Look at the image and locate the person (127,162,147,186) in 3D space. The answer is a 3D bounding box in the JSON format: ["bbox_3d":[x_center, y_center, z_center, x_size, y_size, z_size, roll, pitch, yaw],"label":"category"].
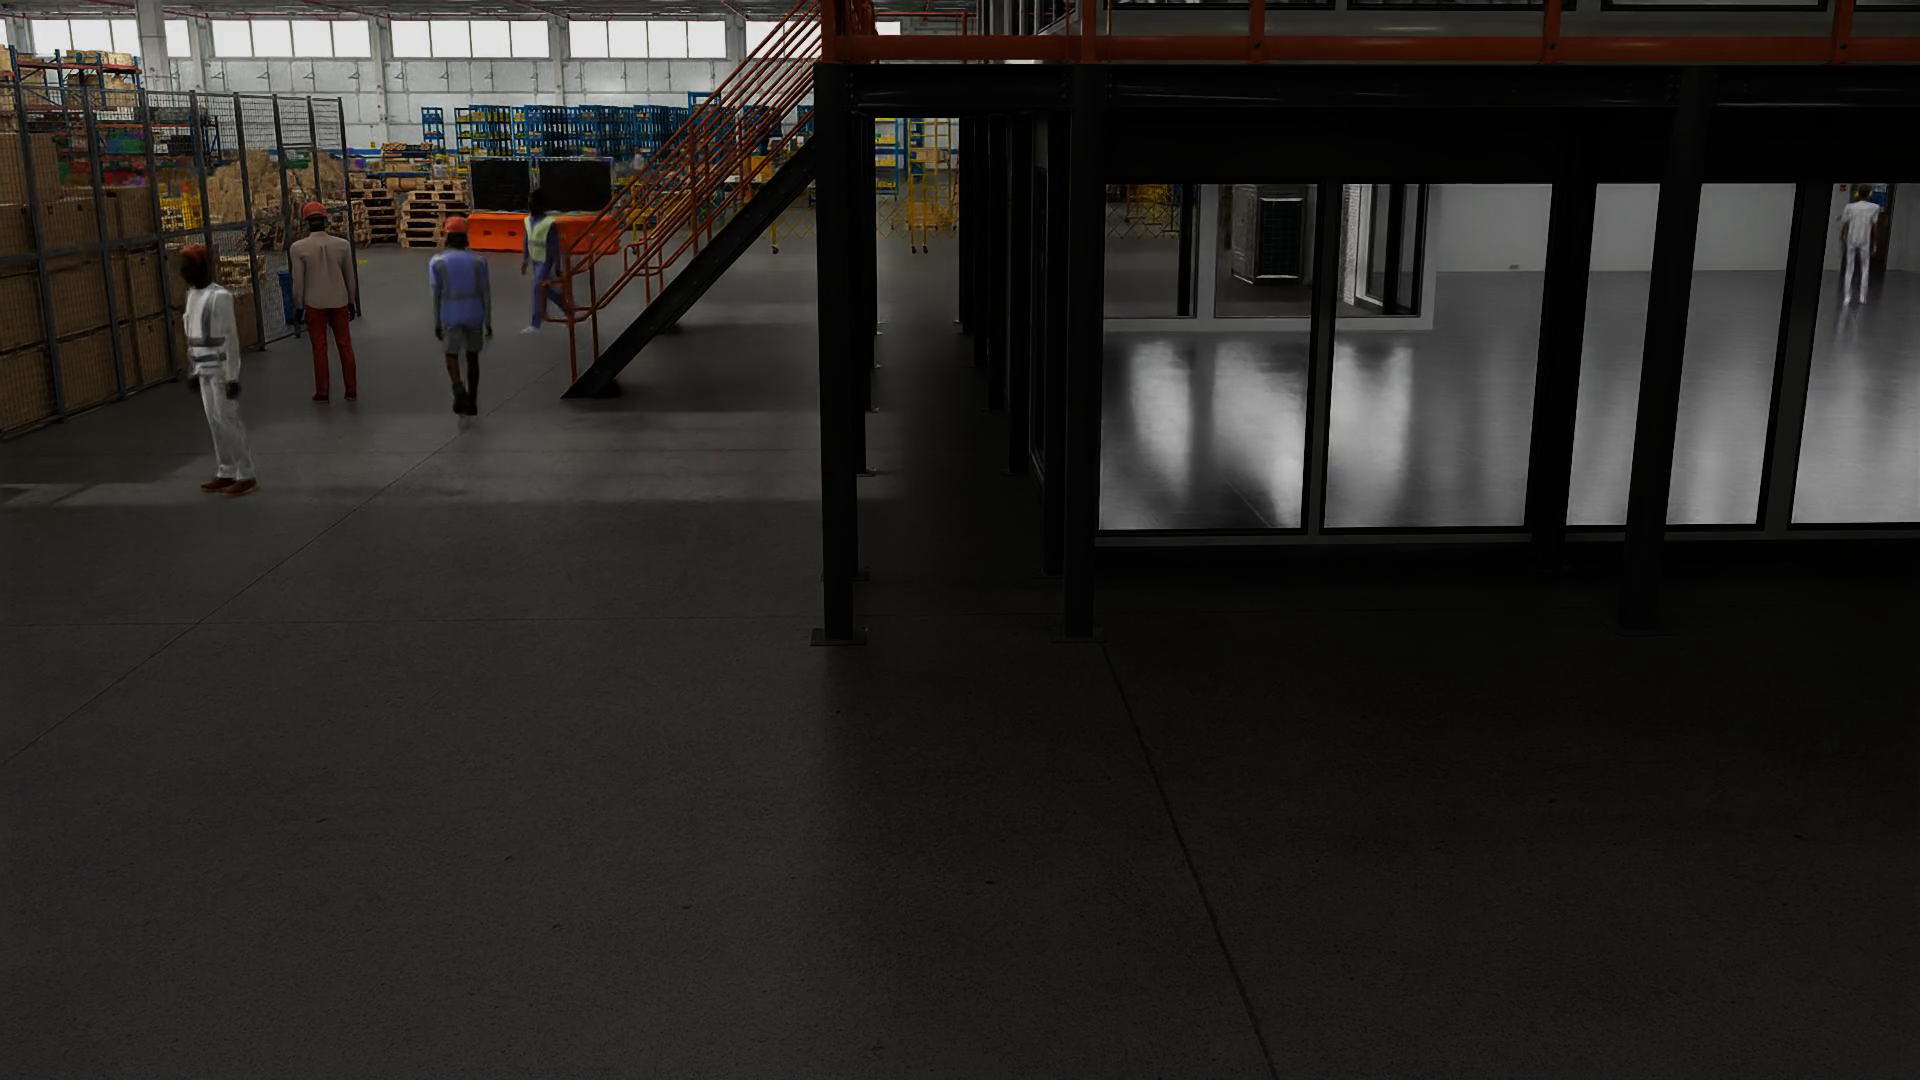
[{"bbox_3d":[-19.078,-7.826,38.680,0.583,1.877,1.062,10,17,35],"label":"person"}]

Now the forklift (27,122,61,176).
[{"bbox_3d":[-35.376,-14.773,64.377,1.129,2.768,1.873,-1,14,-2],"label":"forklift"}]

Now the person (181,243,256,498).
[{"bbox_3d":[-5.541,-1.256,12.373,0.588,1.882,0.337,12,19,41],"label":"person"}]

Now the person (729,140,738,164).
[{"bbox_3d":[-11.686,-19.610,85.618,0.596,1.944,0.686,-12,18,-40],"label":"person"}]

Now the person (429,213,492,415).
[{"bbox_3d":[-4.697,-2.105,15.699,0.550,1.917,0.565,-5,15,-20],"label":"person"}]

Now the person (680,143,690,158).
[{"bbox_3d":[-13.876,-19.223,84.287,0.590,1.833,0.404,-5,15,-20],"label":"person"}]

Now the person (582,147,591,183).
[{"bbox_3d":[-16.605,-16.462,73.457,0.857,1.732,0.533,0,14,-2],"label":"person"}]

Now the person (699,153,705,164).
[{"bbox_3d":[-8.970,-12.934,58.837,1.014,1.986,0.638,-3,14,-13],"label":"person"}]

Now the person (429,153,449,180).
[{"bbox_3d":[-16.739,-11.480,53.386,0.612,1.802,0.747,-1,14,-3],"label":"person"}]

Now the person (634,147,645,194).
[{"bbox_3d":[-11.986,-13.754,62.325,0.469,1.888,0.685,3,14,14],"label":"person"}]

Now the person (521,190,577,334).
[{"bbox_3d":[-5.548,-3.742,22.315,0.589,1.891,0.917,12,19,40],"label":"person"}]

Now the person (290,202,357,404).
[{"bbox_3d":[-6.310,-2.346,16.524,0.611,1.985,0.393,-10,17,-35],"label":"person"}]
